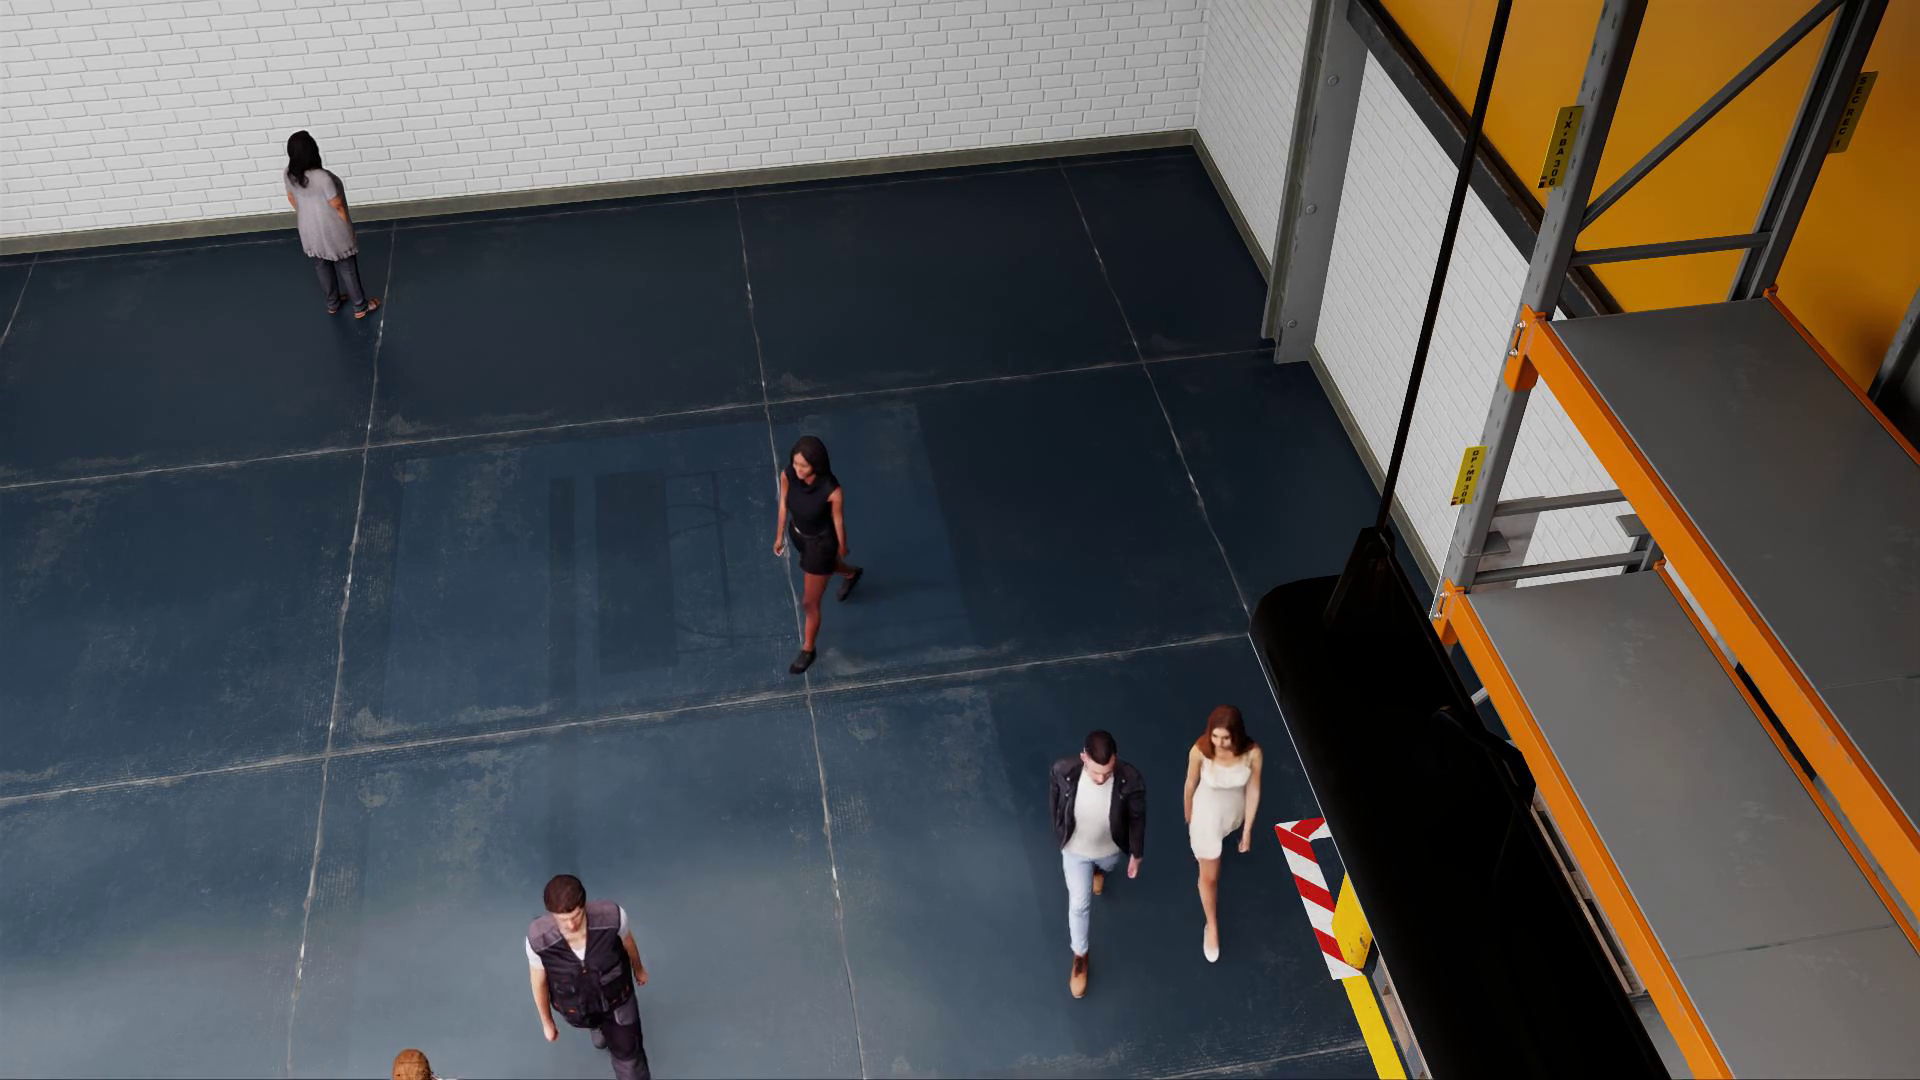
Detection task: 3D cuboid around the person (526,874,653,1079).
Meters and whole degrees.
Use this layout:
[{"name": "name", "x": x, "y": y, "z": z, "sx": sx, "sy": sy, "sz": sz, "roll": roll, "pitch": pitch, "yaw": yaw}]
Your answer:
[{"name": "person", "x": -1.821, "y": 2.143, "z": 8.179, "sx": 0.775, "sy": 1.804, "sz": 1.207, "roll": -12, "pitch": 45, "yaw": -12}]

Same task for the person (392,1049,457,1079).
[{"name": "person", "x": -2.420, "y": 2.834, "z": 7.825, "sx": 0.517, "sy": 1.292, "sz": 0.869, "roll": -7, "pitch": 44, "yaw": -7}]

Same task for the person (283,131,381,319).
[{"name": "person", "x": -5.039, "y": -2.496, "z": 13.188, "sx": 0.746, "sy": 1.611, "sz": 0.787, "roll": 12, "pitch": 45, "yaw": 12}]

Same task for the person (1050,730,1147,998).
[{"name": "person", "x": 0.718, "y": 1.516, "z": 8.838, "sx": 0.880, "sy": 1.803, "sz": 1.236, "roll": 3, "pitch": 44, "yaw": 3}]

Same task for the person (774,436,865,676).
[{"name": "person", "x": -0.867, "y": -0.028, "z": 10.534, "sx": 1.119, "sy": 1.700, "sz": 1.191, "roll": 25, "pitch": 49, "yaw": 24}]

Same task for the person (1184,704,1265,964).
[{"name": "person", "x": 1.414, "y": 1.395, "z": 9.070, "sx": 0.671, "sy": 1.658, "sz": 1.206, "roll": 0, "pitch": 44, "yaw": 0}]
